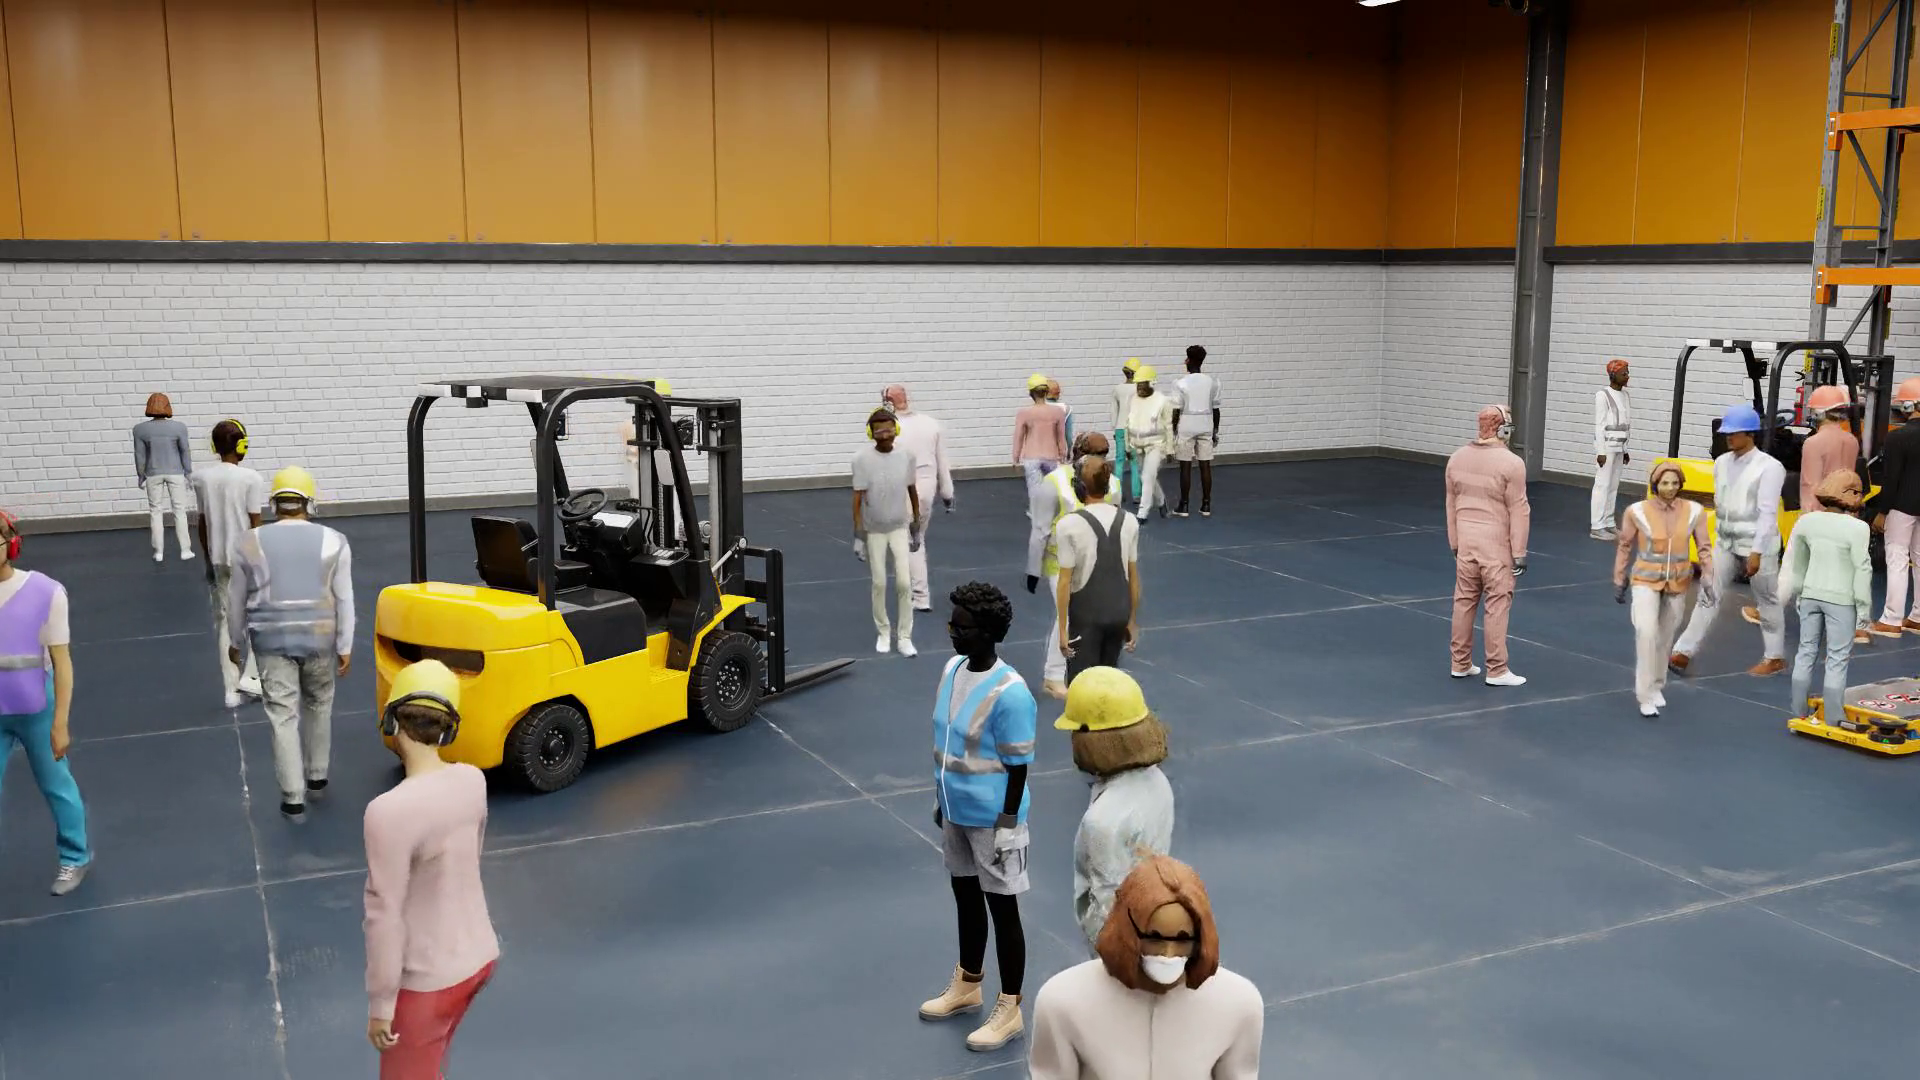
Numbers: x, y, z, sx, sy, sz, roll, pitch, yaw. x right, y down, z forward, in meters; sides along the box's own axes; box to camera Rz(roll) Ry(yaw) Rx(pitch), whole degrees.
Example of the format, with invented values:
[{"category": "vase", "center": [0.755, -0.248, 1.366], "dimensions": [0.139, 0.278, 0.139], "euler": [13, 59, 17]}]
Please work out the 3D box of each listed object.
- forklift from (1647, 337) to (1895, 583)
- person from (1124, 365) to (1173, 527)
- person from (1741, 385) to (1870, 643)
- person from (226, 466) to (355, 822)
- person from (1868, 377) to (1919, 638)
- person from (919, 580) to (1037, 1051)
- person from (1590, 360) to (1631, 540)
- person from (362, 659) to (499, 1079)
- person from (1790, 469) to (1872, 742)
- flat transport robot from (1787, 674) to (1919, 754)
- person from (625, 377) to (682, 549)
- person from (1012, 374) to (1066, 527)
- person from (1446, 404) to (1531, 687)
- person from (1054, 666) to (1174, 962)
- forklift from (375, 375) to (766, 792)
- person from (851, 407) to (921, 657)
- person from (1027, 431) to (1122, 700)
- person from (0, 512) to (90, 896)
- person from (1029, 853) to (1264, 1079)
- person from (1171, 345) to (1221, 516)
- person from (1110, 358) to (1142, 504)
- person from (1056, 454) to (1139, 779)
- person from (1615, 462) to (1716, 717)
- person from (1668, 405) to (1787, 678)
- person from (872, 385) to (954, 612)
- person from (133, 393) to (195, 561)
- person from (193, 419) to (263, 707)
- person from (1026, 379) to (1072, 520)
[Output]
[{"category": "forklift", "center": [7.551, -0.789, 15.507], "dimensions": [2.313, 2.155, 1.214], "euler": [-4, 10, -25]}, {"category": "person", "center": [2.124, -1.066, 18.504], "dimensions": [0.595, 1.792, 0.891], "euler": [7, 12, 37]}, {"category": "person", "center": [6.567, -0.208, 12.699], "dimensions": [0.647, 1.935, 1.048], "euler": [-4, 10, -25]}, {"category": "person", "center": [-3.477, 0.515, 8.649], "dimensions": [0.601, 1.788, 0.747], "euler": [-5, 10, -27]}, {"category": "person", "center": [7.277, -0.245, 12.744], "dimensions": [0.611, 1.996, 0.375], "euler": [-3, 10, -18]}, {"category": "person", "center": [0.074, 0.986, 6.036], "dimensions": [0.318, 1.697, 0.517], "euler": [-6, 11, -33]}, {"category": "person", "center": [6.844, -0.946, 17.444], "dimensions": [0.574, 1.883, 0.356], "euler": [-8, 12, -42]}, {"category": "person", "center": [-1.481, 1.198, 4.636], "dimensions": [0.367, 1.724, 0.549], "euler": [2, 9, 12]}, {"category": "person", "center": [5.214, 0.385, 9.954], "dimensions": [0.279, 1.633, 0.498], "euler": [-4, 10, -24]}, {"category": "flat transport robot", "center": [5.771, 1.042, 10.095], "dimensions": [1.431, 0.197, 0.652], "euler": [-5, 11, -30]}, {"category": "person", "center": [-2.671, -0.473, 14.475], "dimensions": [0.595, 1.903, 0.861], "euler": [-8, 12, -42]}, {"category": "person", "center": [0.801, -0.836, 17.121], "dimensions": [0.555, 1.751, 0.438], "euler": [-2, 9, -12]}, {"category": "person", "center": [3.597, 0.035, 11.285], "dimensions": [0.407, 1.908, 0.641], "euler": [-6, 11, -33]}, {"category": "person", "center": [0.434, 1.191, 4.649], "dimensions": [0.392, 1.720, 0.515], "euler": [5, 10, 26]}, {"category": "forklift", "center": [-2.268, 0.149, 9.685], "dimensions": [1.214, 2.155, 2.313], "euler": [6, 11, 32]}, {"category": "person", "center": [-0.527, -0.053, 12.079], "dimensions": [0.528, 1.826, 0.653], "euler": [-2, 9, -11]}, {"category": "person", "center": [0.817, 0.199, 10.607], "dimensions": [0.636, 1.790, 0.964], "euler": [-7, 11, -36]}, {"category": "person", "center": [-4.104, 0.758, 7.160], "dimensions": [0.582, 1.788, 0.992], "euler": [0, 9, -2]}, {"category": "person", "center": [0.379, 1.413, 3.630], "dimensions": [0.503, 1.613, 0.494], "euler": [-1, 9, -5]}, {"category": "person", "center": [2.689, -1.251, 19.074], "dimensions": [0.613, 1.965, 0.361], "euler": [-2, 9, -13]}, {"category": "person", "center": [2.065, -1.318, 20.113], "dimensions": [0.527, 1.768, 0.331], "euler": [7, 12, 39]}, {"category": "person", "center": [0.781, 0.458, 8.937], "dimensions": [0.504, 1.827, 0.633], "euler": [-4, 10, -24]}, {"category": "person", "center": [4.440, 0.318, 10.465], "dimensions": [0.531, 1.604, 0.806], "euler": [1, 9, 6]}, {"category": "person", "center": [5.286, 0.032, 11.335], "dimensions": [1.015, 1.887, 0.627], "euler": [-4, 10, -22]}, {"category": "person", "center": [-0.450, -0.352, 13.807], "dimensions": [0.723, 1.864, 0.730], "euler": [-7, 11, -36]}, {"category": "person", "center": [-7.707, -0.608, 16.114], "dimensions": [0.498, 1.634, 0.278], "euler": [-3, 10, -19]}, {"category": "person", "center": [-4.656, 0.147, 10.744], "dimensions": [0.548, 1.851, 0.490], "euler": [2, 9, 12]}, {"category": "person", "center": [0.974, -0.968, 18.428], "dimensions": [0.539, 1.607, 0.775], "euler": [-2, 9, -14]}]
